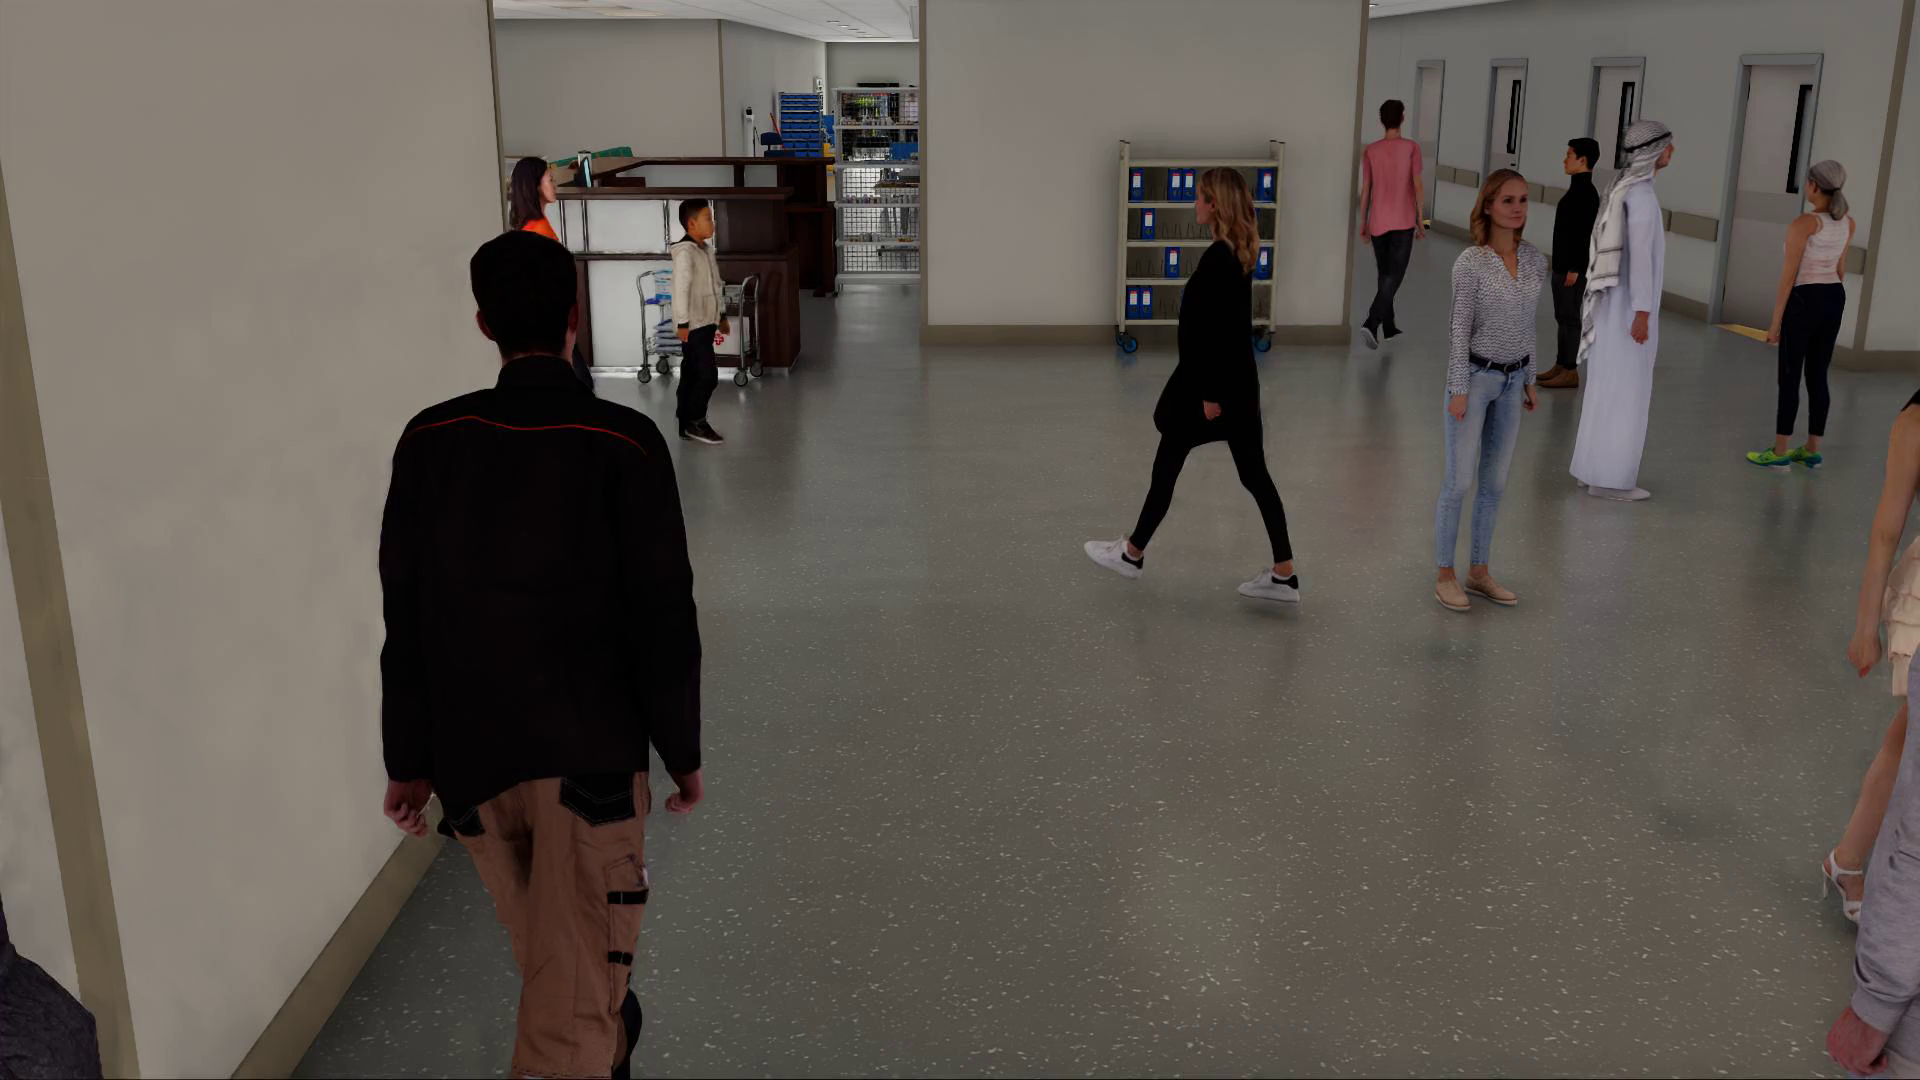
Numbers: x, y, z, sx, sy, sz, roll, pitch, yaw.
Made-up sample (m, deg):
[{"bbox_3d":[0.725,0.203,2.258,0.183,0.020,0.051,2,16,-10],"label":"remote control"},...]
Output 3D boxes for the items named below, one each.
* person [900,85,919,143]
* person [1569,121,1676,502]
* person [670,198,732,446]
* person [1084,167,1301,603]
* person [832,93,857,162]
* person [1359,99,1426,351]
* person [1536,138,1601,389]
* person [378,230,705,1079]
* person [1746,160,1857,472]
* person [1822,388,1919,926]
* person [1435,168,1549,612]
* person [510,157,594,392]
[{"bbox_3d":[-1.143,-9.569,38.496,0.700,1.851,0.700,1,16,3],"label":"person"},{"bbox_3d":[3.462,-1.195,8.657,0.645,1.925,0.713,2,16,6],"label":"person"},{"bbox_3d":[-1.636,-1.291,9.884,0.582,1.443,0.607,2,16,6],"label":"person"},{"bbox_3d":[1.134,-0.560,6.737,1.266,1.745,1.057,10,19,31],"label":"person"},{"bbox_3d":[-2.597,-9.418,38.199,1.200,1.721,1.050,7,17,24],"label":"person"},{"bbox_3d":[3.374,-2.447,13.105,1.253,1.920,1.175,11,19,33],"label":"person"},{"bbox_3d":[4.302,-1.948,11.700,0.590,1.723,0.677,3,16,9],"label":"person"},{"bbox_3d":[-0.751,0.485,2.870,1.335,1.833,0.845,2,16,7],"label":"person"},{"bbox_3d":[4.738,-1.242,9.235,0.590,1.703,0.725,-6,17,-19],"label":"person"},{"bbox_3d":[2.377,0.195,4.122,0.850,1.711,0.776,-4,16,-15],"label":"person"},{"bbox_3d":[2.163,-0.613,6.829,0.571,1.796,0.714,-6,17,-20],"label":"person"},{"bbox_3d":[-2.261,-1.096,8.654,0.748,1.737,0.733,-6,17,-20],"label":"person"}]
